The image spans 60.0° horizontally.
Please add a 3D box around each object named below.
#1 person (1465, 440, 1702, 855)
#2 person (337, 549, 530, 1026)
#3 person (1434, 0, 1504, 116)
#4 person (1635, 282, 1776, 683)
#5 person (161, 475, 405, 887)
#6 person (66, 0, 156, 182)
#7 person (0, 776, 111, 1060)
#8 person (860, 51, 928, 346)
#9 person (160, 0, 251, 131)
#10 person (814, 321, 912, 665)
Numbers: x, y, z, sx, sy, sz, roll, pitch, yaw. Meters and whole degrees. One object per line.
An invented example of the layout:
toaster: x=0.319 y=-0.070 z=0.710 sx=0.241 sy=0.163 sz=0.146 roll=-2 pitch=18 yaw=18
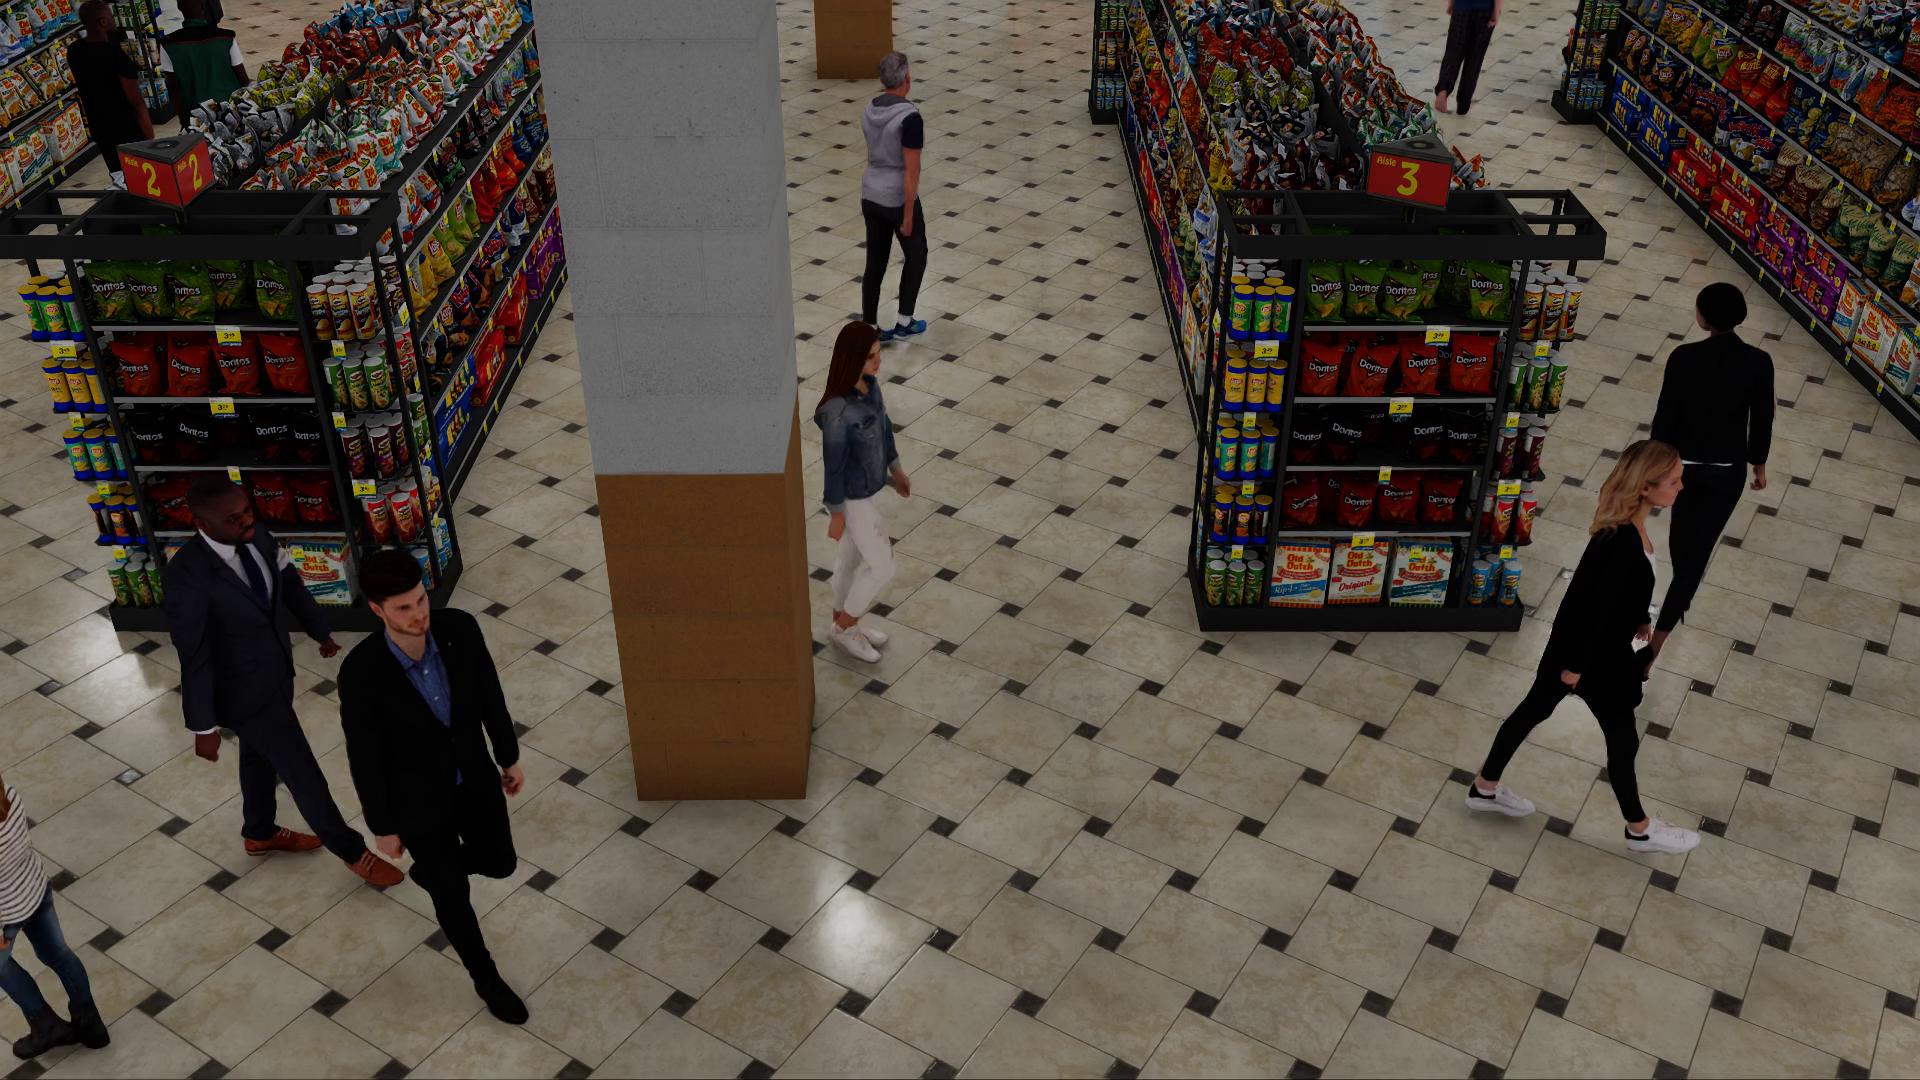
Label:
person: x=2.274 y=0.411 z=6.300 sx=0.864 sy=1.757 sz=1.096 roll=7 pitch=33 yaw=11
person: x=-1.777 y=0.789 z=5.581 sx=1.088 sy=1.875 sz=1.033 roll=27 pitch=41 yaw=36
person: x=4.330 y=-4.441 z=14.013 sx=0.903 sy=1.848 sz=1.066 roll=13 pitch=34 yaw=20
person: x=3.201 y=-0.181 z=7.238 sx=1.071 sy=1.772 sz=1.247 roll=21 pitch=38 yaw=30
person: x=-2.644 y=0.542 z=6.052 sx=0.954 sy=1.796 sz=0.930 roll=2 pitch=32 yaw=3
person: x=-5.709 y=-2.737 z=11.303 sx=0.744 sy=1.816 sz=0.716 roll=11 pitch=34 yaw=18
person: x=-3.038 y=1.192 z=5.473 sx=0.563 sy=1.304 sz=0.478 roll=3 pitch=32 yaw=5
person: x=-0.455 y=-2.009 z=10.167 sx=0.953 sy=1.780 sz=0.896 roll=-23 pitch=39 yaw=-32
person: x=-5.159 y=-2.924 z=11.582 sx=0.762 sy=1.839 sz=0.733 roll=-11 pitch=33 yaw=-17
person: x=-0.558 y=-0.201 z=7.354 sx=0.731 sy=1.684 sz=0.574 roll=4 pitch=32 yaw=7
